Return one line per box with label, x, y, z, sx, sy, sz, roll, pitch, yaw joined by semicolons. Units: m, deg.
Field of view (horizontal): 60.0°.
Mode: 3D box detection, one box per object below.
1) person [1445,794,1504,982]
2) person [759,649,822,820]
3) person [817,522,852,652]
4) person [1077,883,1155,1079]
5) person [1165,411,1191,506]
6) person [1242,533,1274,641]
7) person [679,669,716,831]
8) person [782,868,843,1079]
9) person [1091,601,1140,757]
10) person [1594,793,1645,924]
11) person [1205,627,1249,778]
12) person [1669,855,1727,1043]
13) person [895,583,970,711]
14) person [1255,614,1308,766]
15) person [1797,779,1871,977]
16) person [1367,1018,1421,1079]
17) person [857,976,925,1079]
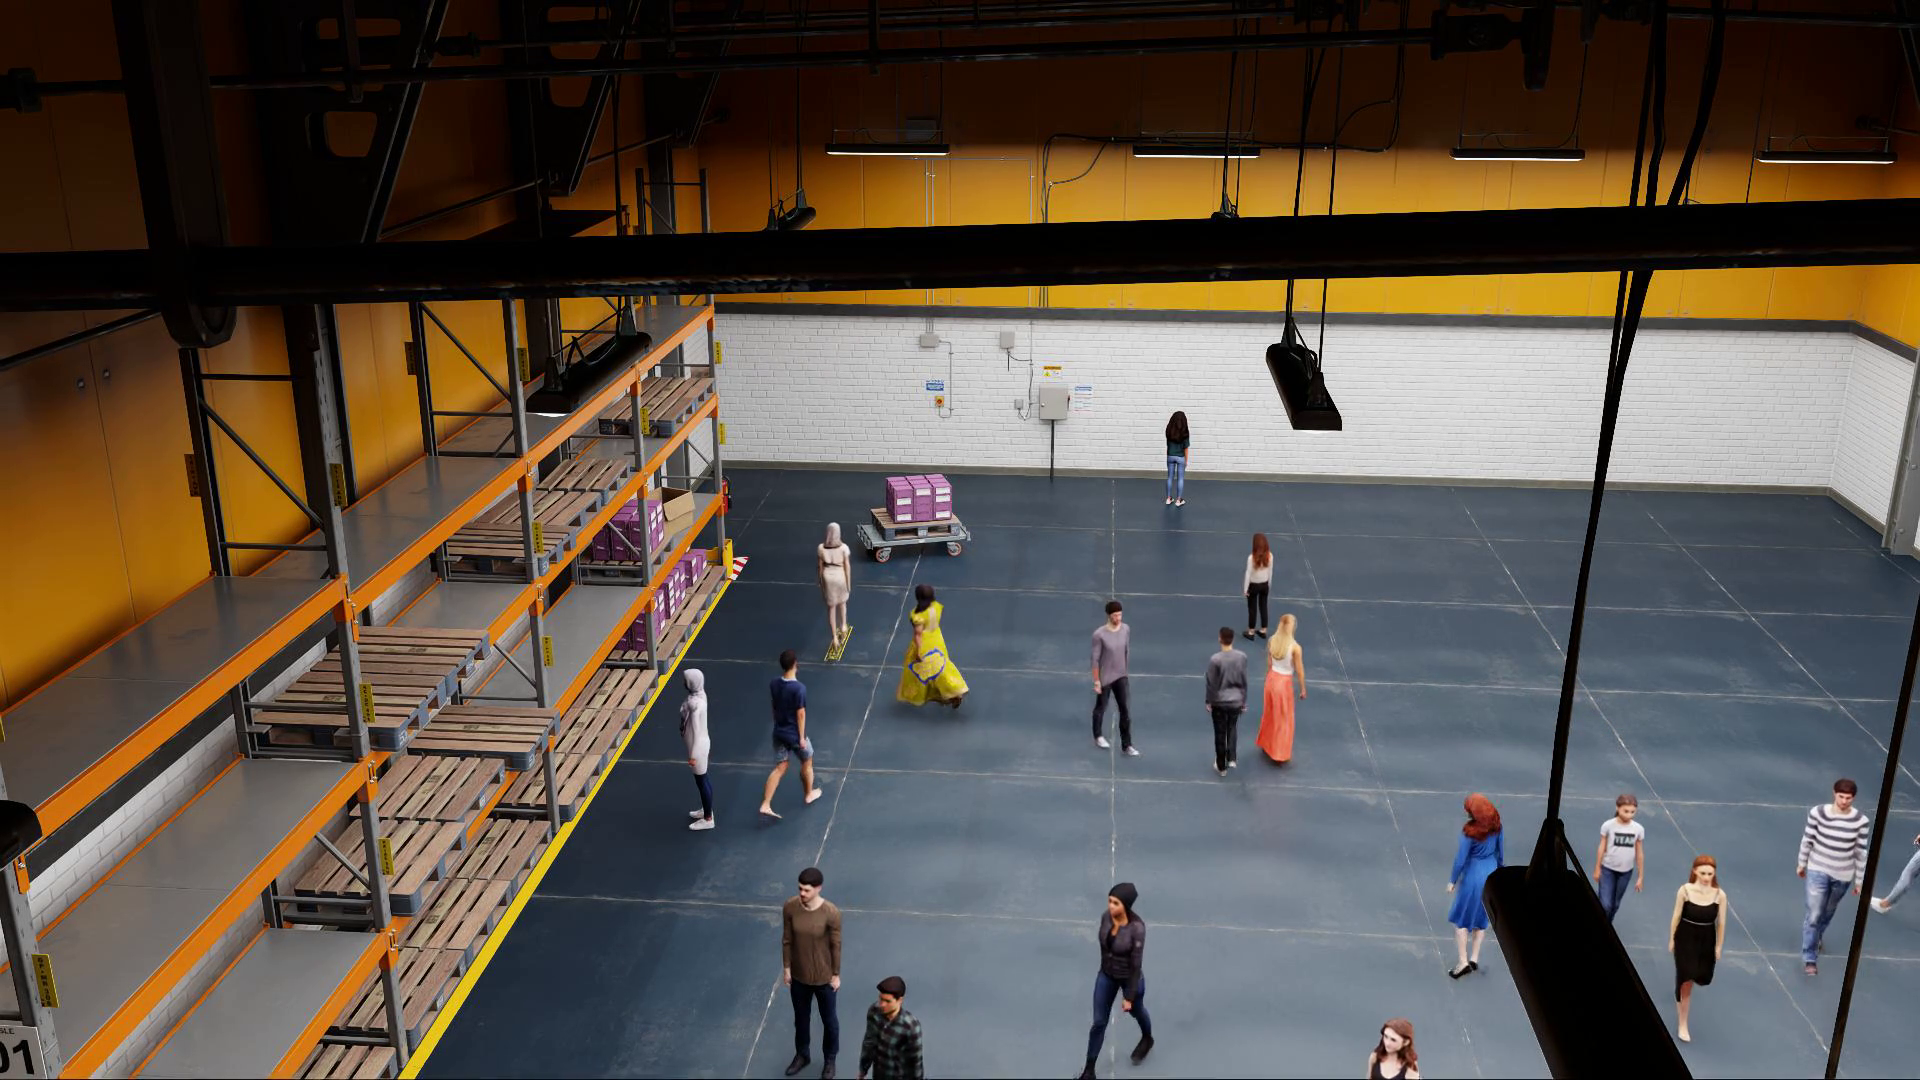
person;4.574;3.049;14.710;0.745;1.811;0.722;-1;19;-2
person;-1.862;2.091;17.568;0.990;1.803;1.246;12;22;32
person;-1.667;0.643;22.009;0.620;1.712;0.938;1;19;3
person;1.372;3.550;13.407;1.097;1.692;1.250;16;25;40
person;3.670;-1.398;28.223;0.664;1.614;0.682;8;20;23
person;4.027;0.624;22.422;0.625;1.484;0.616;-6;20;-18
person;-2.728;2.172;17.370;0.689;1.775;0.509;-1;19;-2
person;-1.174;3.460;13.373;0.685;1.886;0.608;5;19;14
person;1.687;1.541;19.165;0.982;1.827;1.099;-9;21;-25
person;6.016;3.007;15.266;0.563;1.535;0.901;3;19;7
person;2.984;1.827;18.431;0.711;1.752;0.722;-3;19;-9
person;6.208;3.375;14.069;0.645;1.602;0.965;4;19;13
person;-0.331;1.322;20.123;1.197;1.629;1.176;17;25;41
person;3.618;1.693;18.769;0.872;1.790;0.782;-13;23;-35
person;7.836;2.963;14.985;0.903;1.798;1.253;7;20;20
person;3.085;4.090;11.734;0.758;1.737;0.825;17;25;41
person;-0.459;3.994;12.574;1.062;1.697;1.158;17;25;41
